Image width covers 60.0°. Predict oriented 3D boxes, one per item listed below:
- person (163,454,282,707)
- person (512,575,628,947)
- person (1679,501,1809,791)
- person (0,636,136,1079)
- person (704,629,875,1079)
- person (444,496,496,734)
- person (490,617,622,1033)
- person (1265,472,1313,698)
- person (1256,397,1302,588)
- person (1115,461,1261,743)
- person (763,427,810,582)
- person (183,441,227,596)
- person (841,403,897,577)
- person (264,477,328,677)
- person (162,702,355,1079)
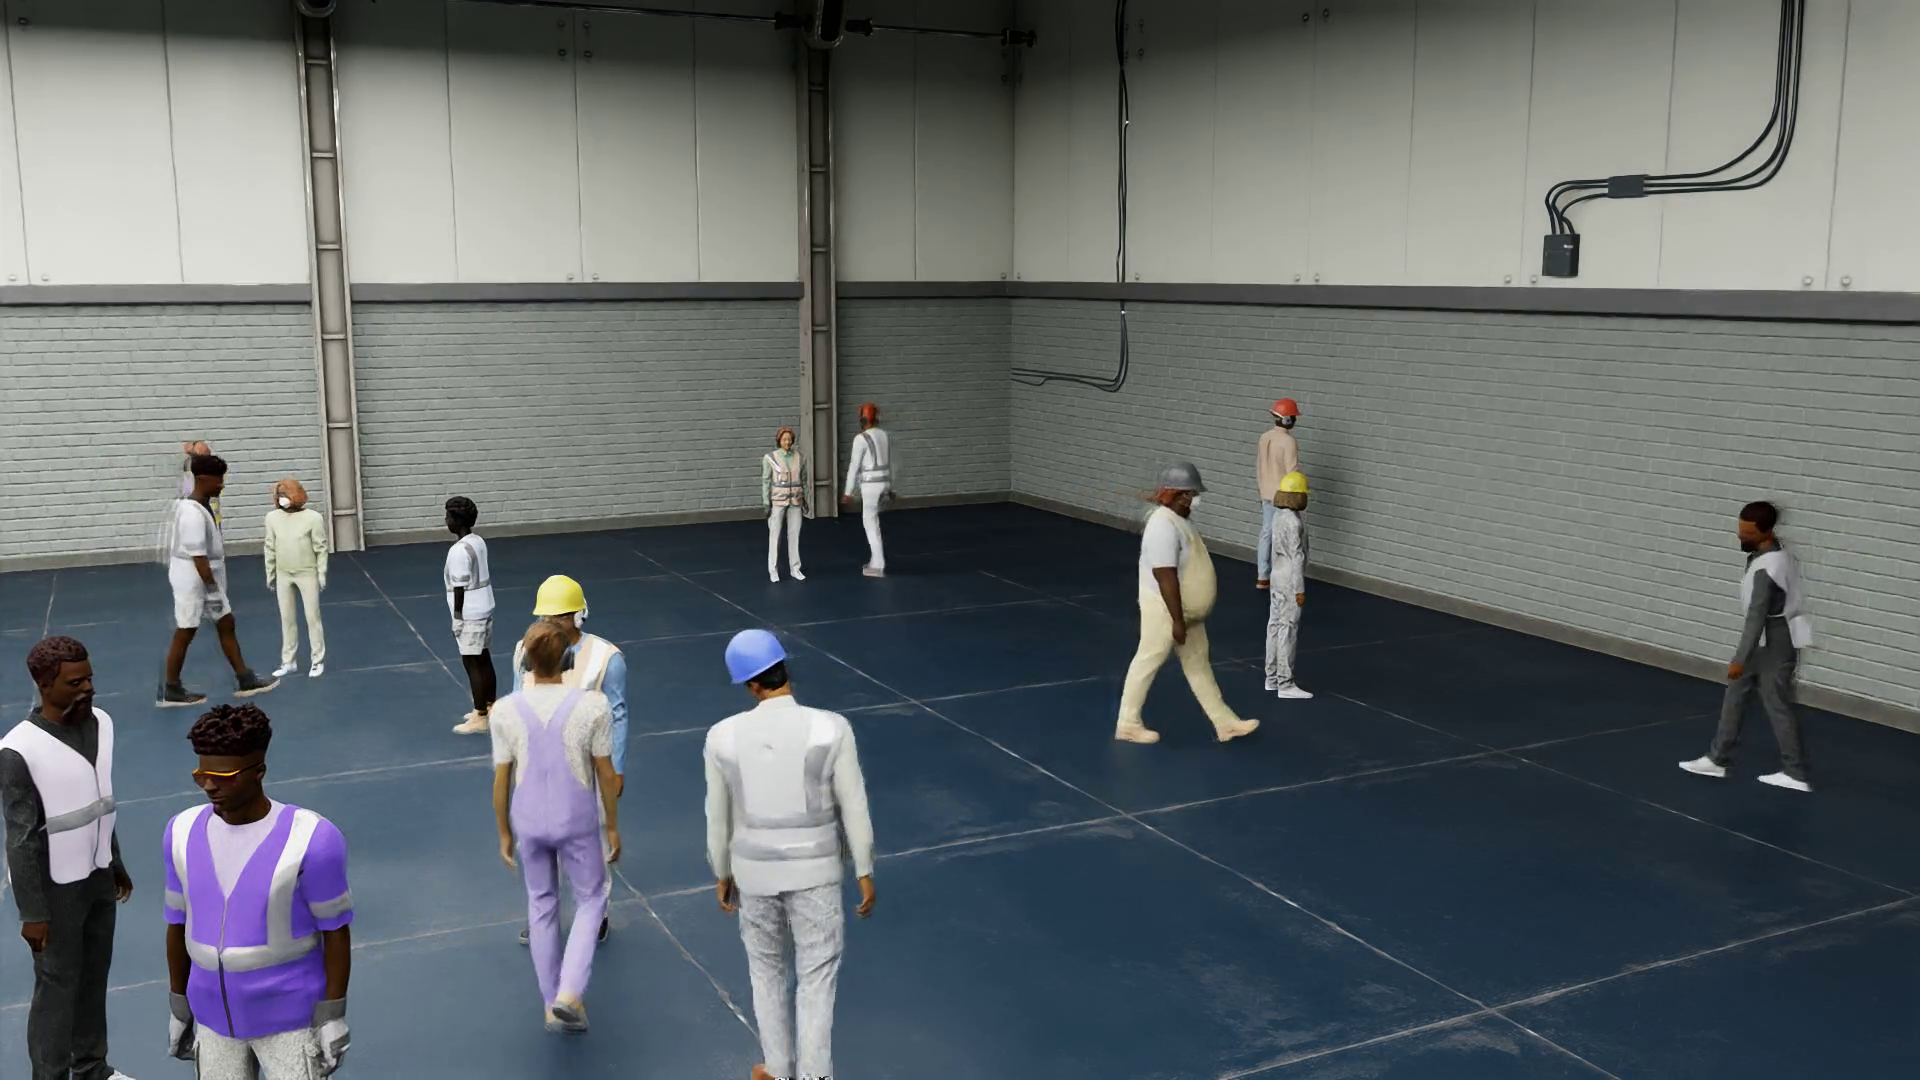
[{"bbox_3d":[-5.602,0.304,12.524,0.948,1.913,0.626,-2,10,-14],"label":"person"},{"bbox_3d":[-1.911,1.069,8.075,0.588,1.835,0.404,2,9,10],"label":"person"},{"bbox_3d":[5.008,0.665,10.504,0.823,1.857,0.679,3,10,17],"label":"person"},{"bbox_3d":[-3.413,1.304,6.368,0.375,1.917,0.598,1,9,4],"label":"person"},{"bbox_3d":[-0.670,1.305,6.450,0.682,1.896,0.532,1,9,9],"label":"person"},{"bbox_3d":[-3.494,0.527,11.871,0.321,1.689,0.529,0,9,-1],"label":"person"},{"bbox_3d":[-1.714,1.231,7.073,0.537,1.832,0.525,0,9,-2],"label":"person"},{"bbox_3d":[2.548,0.343,12.834,0.298,1.744,0.486,-2,9,-10],"label":"person"},{"bbox_3d":[3.277,-0.461,17.008,0.396,1.992,0.623,-4,10,-23],"label":"person"},{"bbox_3d":[1.542,0.426,11.406,1.021,2.000,0.697,3,10,20],"label":"person"},{"bbox_3d":[-1.839,-0.375,17.584,0.520,1.633,0.313,-5,11,-29],"label":"person"},{"bbox_3d":[-7.391,-0.158,16.265,0.311,1.633,0.518,1,9,9],"label":"person"},{"bbox_3d":[-0.971,-0.537,17.886,0.548,1.864,0.615,5,11,30],"label":"person"},{"bbox_3d":[-5.357,0.300,13.429,0.507,1.631,0.266,1,9,4],"label":"person"},{"bbox_3d":[-2.214,1.464,5.234,0.614,1.964,0.361,1,9,8],"label":"person"}]
